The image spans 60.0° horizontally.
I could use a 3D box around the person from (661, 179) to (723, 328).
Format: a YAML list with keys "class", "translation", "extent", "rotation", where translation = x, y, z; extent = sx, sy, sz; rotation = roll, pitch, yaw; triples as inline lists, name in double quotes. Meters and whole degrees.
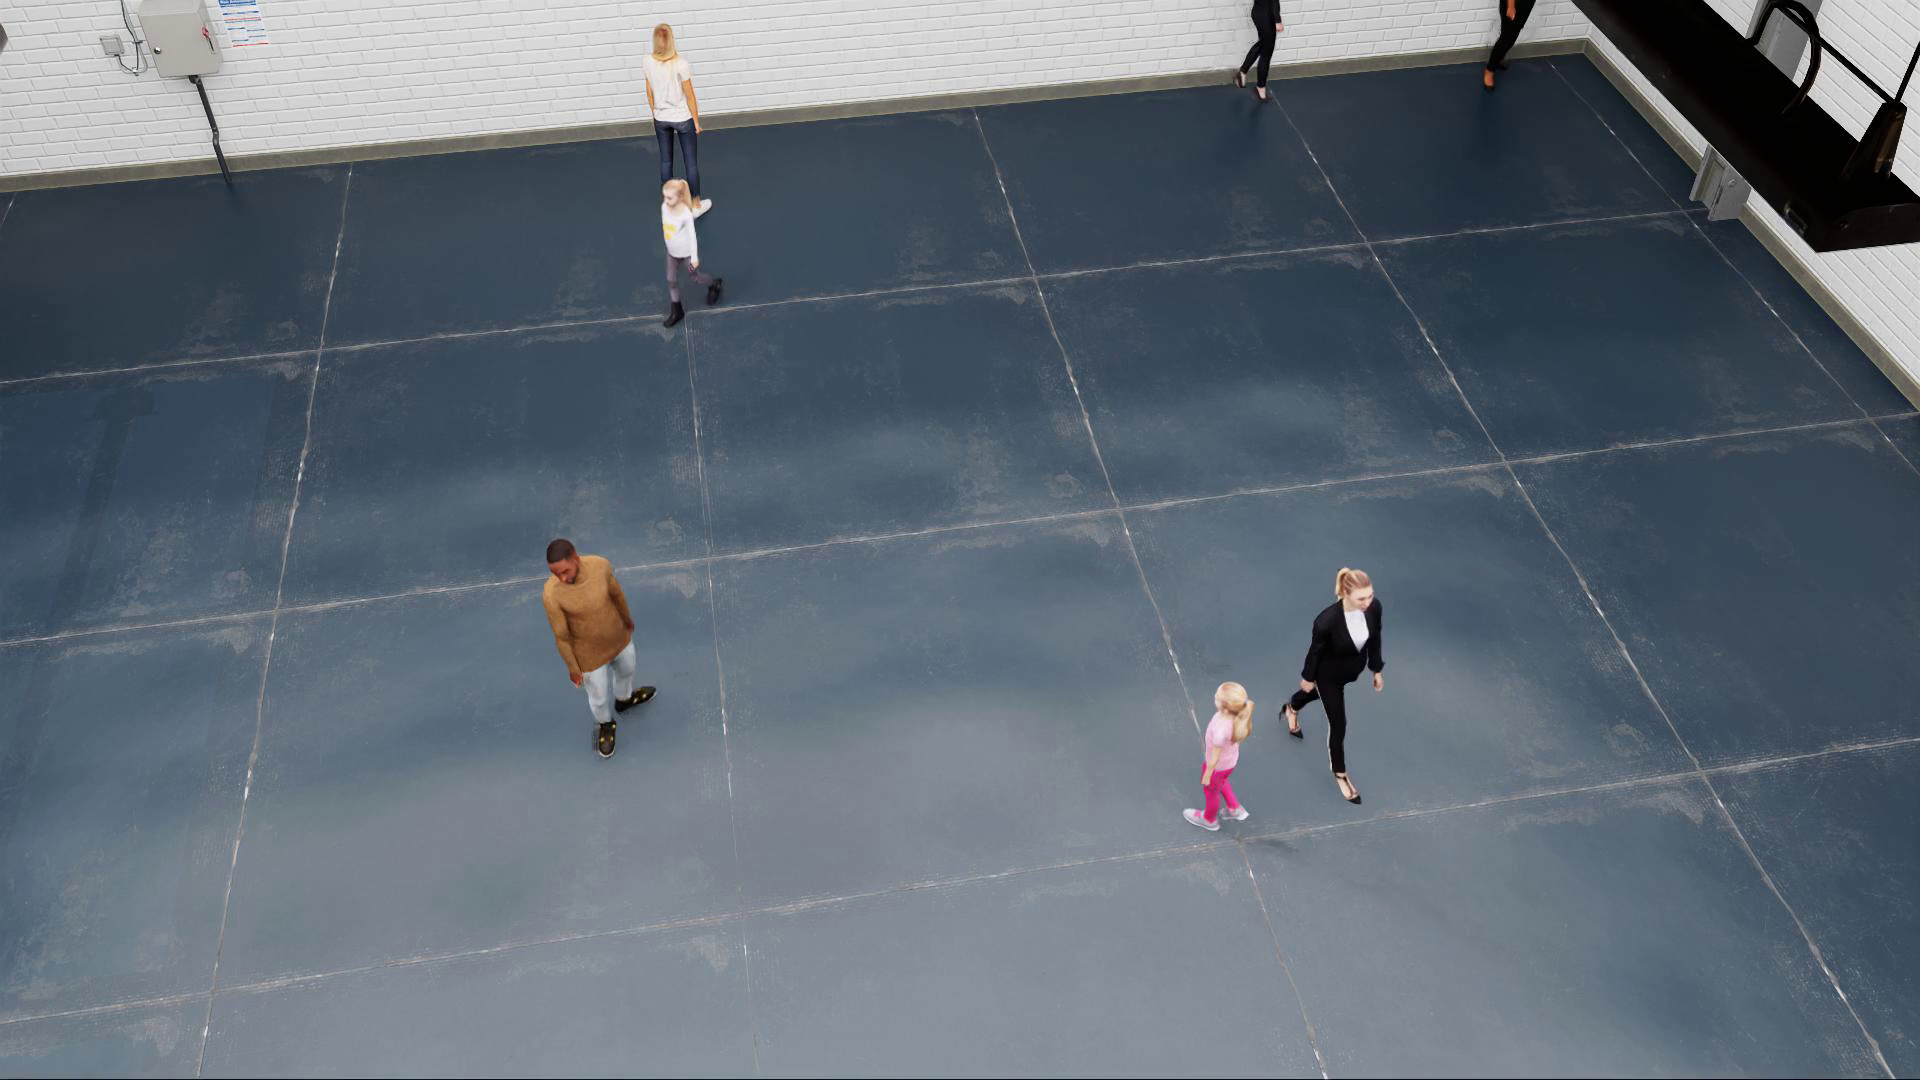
- class: "person"
  translation: [-2.217, -2.374, 13.513]
  extent: [0.837, 1.261, 0.898]
  rotation: [25, 49, 24]

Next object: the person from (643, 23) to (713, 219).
- class: "person"
  translation: [-2.484, -3.635, 14.440]
  extent: [0.658, 1.808, 0.637]
  rotation: [9, 44, 10]

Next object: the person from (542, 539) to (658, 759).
- class: "person"
  translation: [-2.175, 0.577, 10.032]
  extent: [0.883, 1.790, 0.891]
  rotation: [24, 48, 23]

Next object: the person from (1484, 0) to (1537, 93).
- class: "person"
  translation: [5.394, -5.259, 16.149]
  extent: [0.930, 1.803, 0.918]
  rotation: [23, 48, 23]

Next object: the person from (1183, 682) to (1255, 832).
- class: "person"
  translation: [1.573, 1.279, 9.675]
  extent: [0.710, 1.266, 0.657]
  rotation: [20, 47, 20]

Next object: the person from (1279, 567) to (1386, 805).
- class: "person"
  translation: [2.206, 0.744, 9.952]
  extent: [0.873, 1.659, 1.141]
  rotation: [-22, 48, -21]

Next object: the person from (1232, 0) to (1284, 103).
- class: "person"
  translation: [2.872, -4.996, 15.943]
  extent: [0.684, 1.705, 0.578]
  rotation: [-3, 44, -3]
